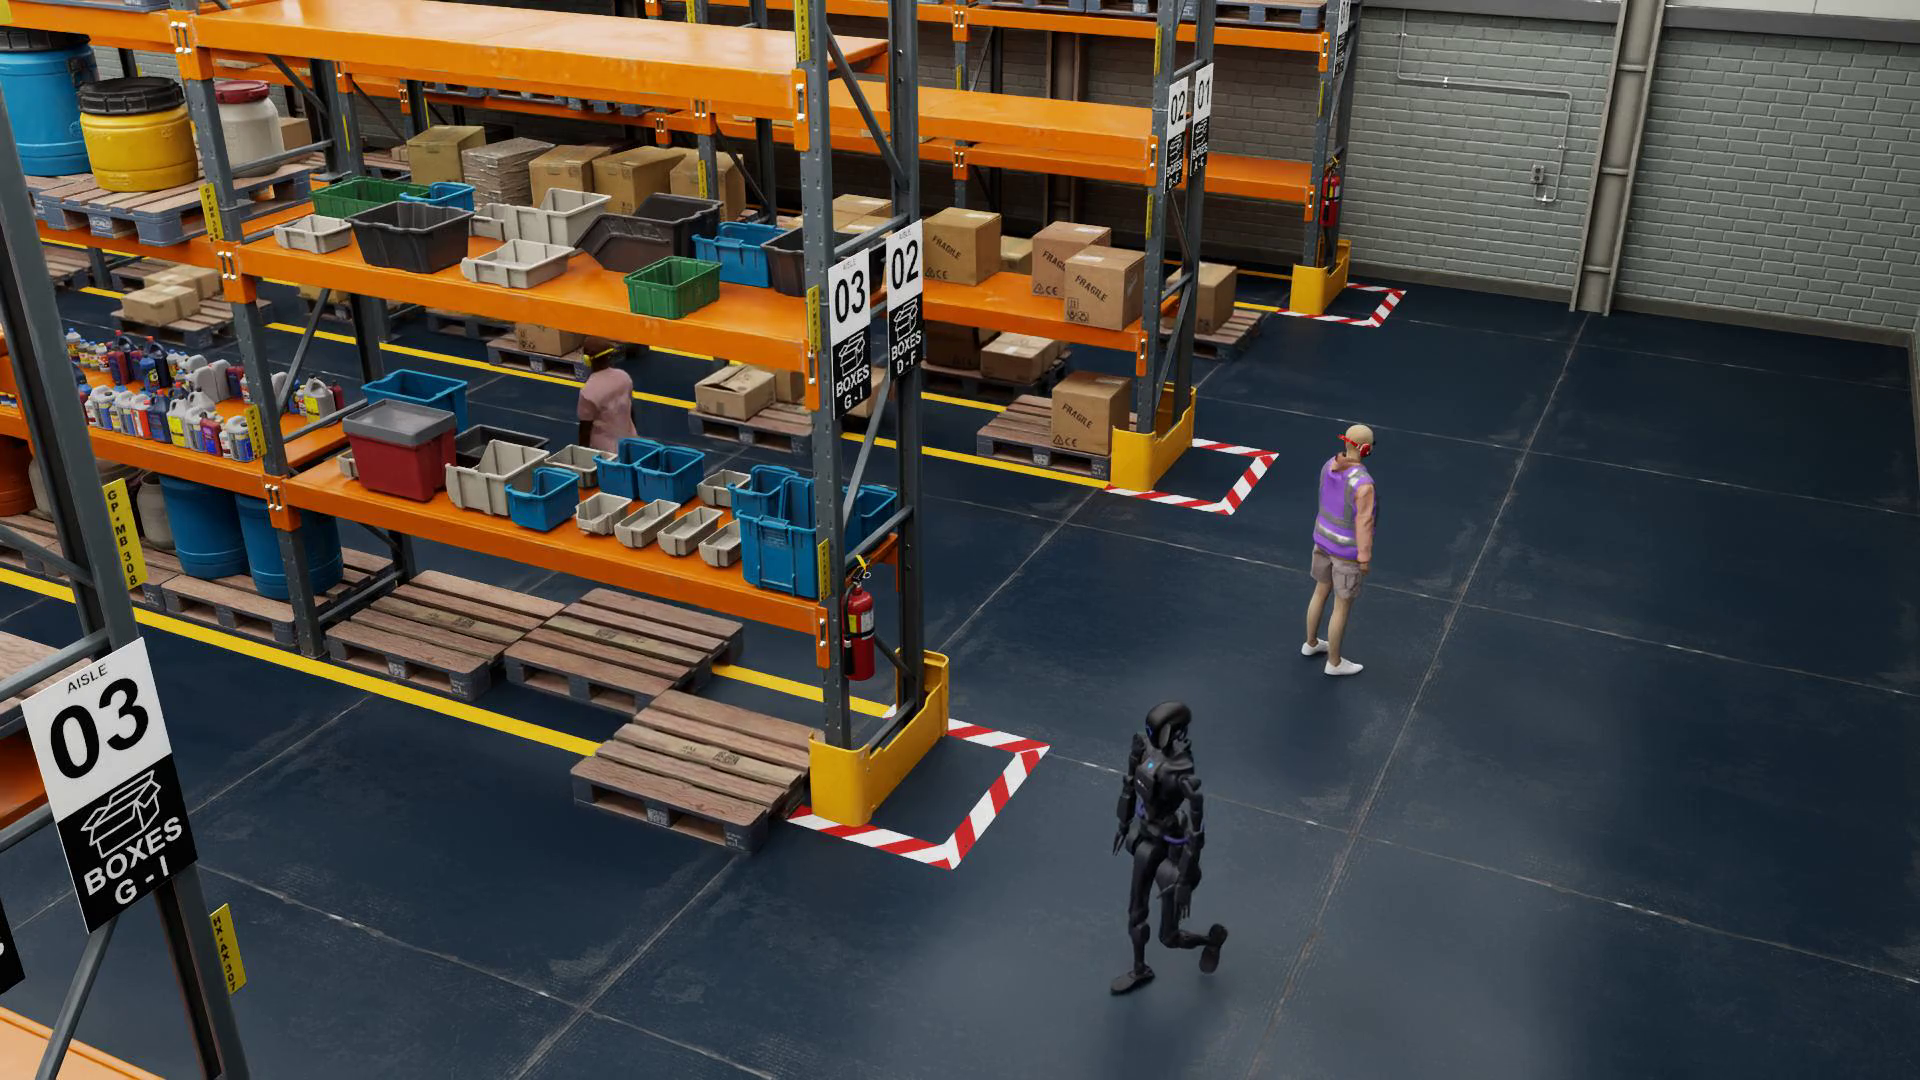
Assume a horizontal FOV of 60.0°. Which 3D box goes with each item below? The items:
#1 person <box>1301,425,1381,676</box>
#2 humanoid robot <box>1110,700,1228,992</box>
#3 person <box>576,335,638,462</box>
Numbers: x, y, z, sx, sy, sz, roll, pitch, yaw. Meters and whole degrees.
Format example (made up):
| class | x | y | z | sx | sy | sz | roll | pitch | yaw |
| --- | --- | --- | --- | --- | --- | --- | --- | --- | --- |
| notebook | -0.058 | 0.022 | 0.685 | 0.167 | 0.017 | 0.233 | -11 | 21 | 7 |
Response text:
| class | x | y | z | sx | sy | sz | roll | pitch | yaw |
| --- | --- | --- | --- | --- | --- | --- | --- | --- | --- |
| person | 2.428 | 0.058 | 10.589 | 0.348 | 1.688 | 0.492 | -11 | 28 | -21 |
| humanoid robot | 1.008 | 1.418 | 7.846 | 0.572 | 1.639 | 0.586 | -16 | 30 | -29 |
| person | -2.508 | -0.624 | 11.841 | 0.409 | 1.787 | 0.544 | 16 | 31 | 30 |
